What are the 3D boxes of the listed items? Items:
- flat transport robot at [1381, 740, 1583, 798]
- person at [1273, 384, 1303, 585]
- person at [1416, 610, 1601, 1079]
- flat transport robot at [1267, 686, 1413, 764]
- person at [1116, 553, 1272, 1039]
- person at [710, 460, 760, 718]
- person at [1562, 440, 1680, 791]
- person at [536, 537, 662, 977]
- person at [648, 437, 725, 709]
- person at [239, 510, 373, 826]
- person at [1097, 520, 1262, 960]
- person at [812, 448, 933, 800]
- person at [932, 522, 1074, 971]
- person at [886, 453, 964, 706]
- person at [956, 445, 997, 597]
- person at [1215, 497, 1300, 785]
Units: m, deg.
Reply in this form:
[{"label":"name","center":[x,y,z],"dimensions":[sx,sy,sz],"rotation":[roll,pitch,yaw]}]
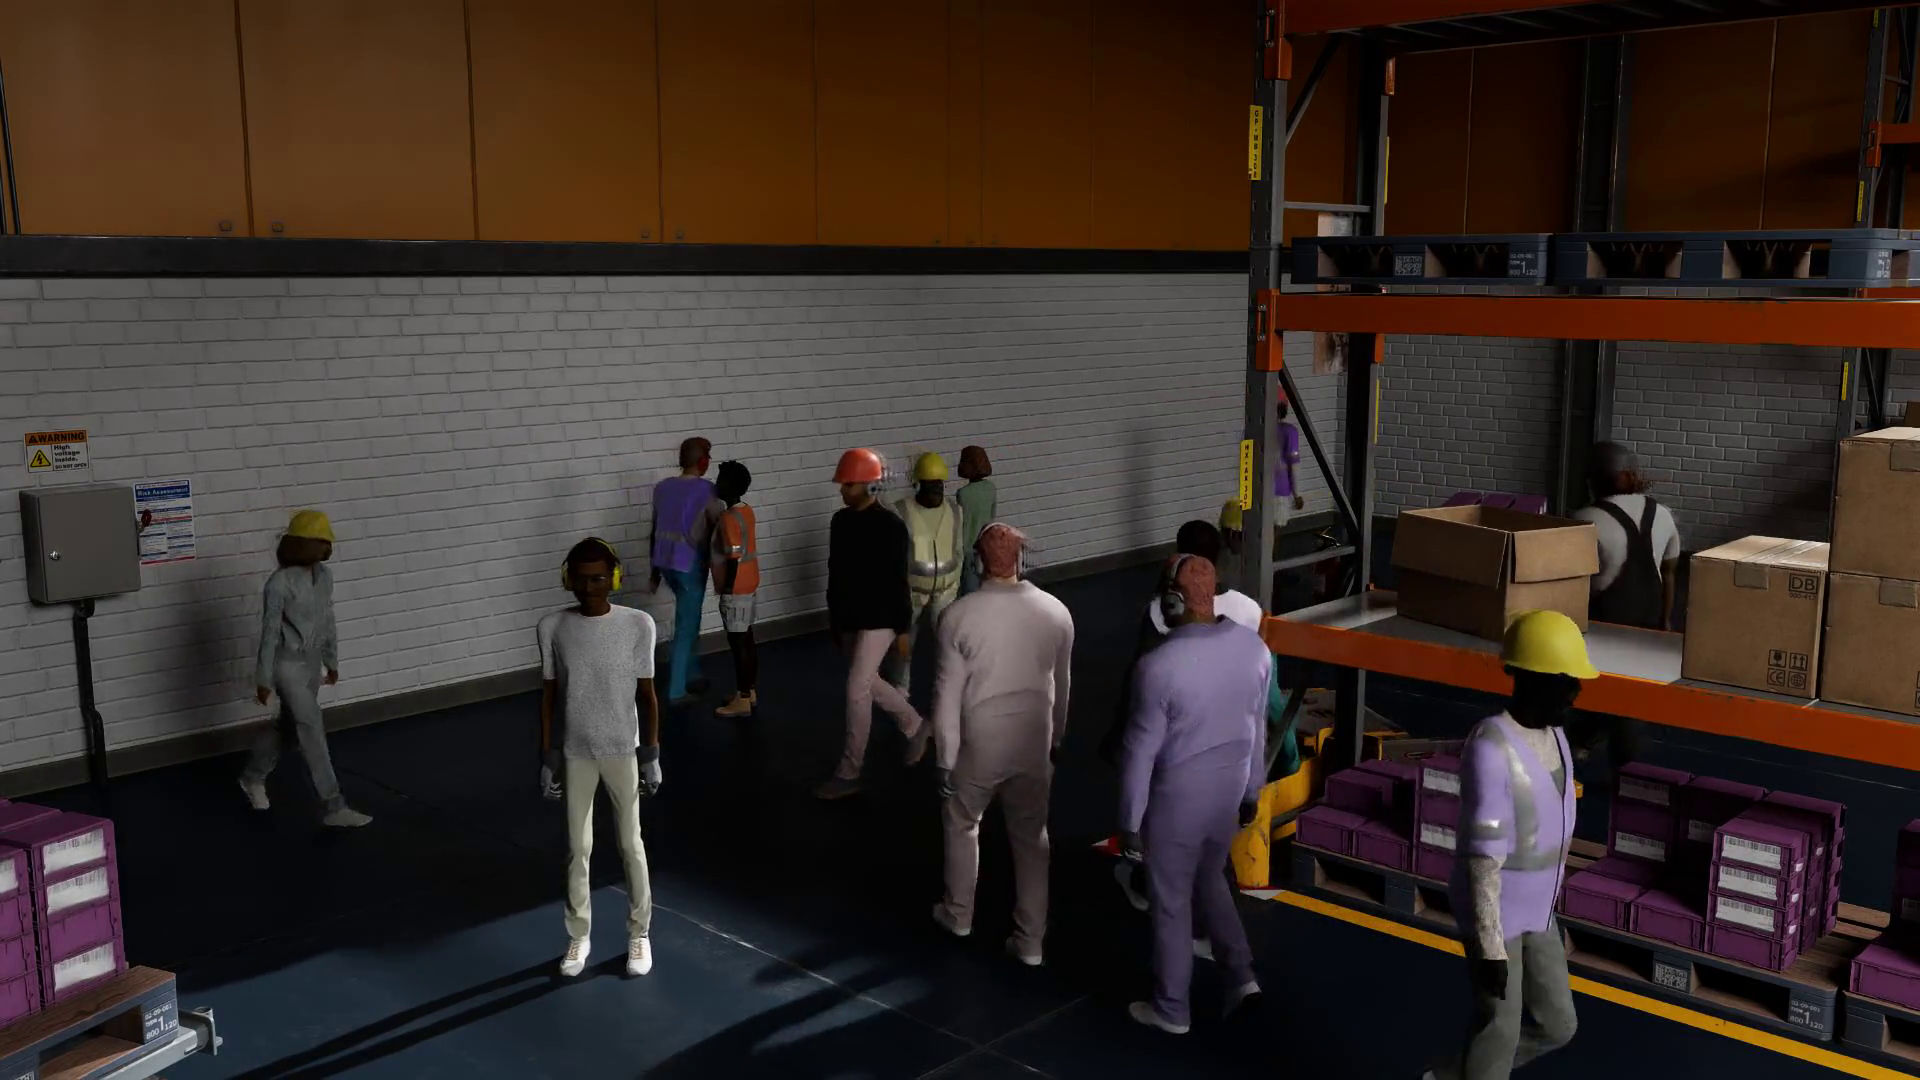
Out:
[{"label":"flat transport robot","center":[2.676,1.300,9.350],"dimensions":[1.431,0.197,0.652],"rotation":[-2,9,-10]},{"label":"person","center":[2.826,-0.476,15.270],"dimensions":[0.885,1.908,0.547],"rotation":[-7,11,-35]},{"label":"person","center":[1.723,1.152,5.226],"dimensions":[0.462,1.915,0.587],"rotation":[8,12,41]},{"label":"flat transport robot","center":[2.221,1.145,10.306],"dimensions":[0.652,0.197,1.431],"rotation":[-2,9,-10]},{"label":"person","center":[0.870,0.984,6.308],"dimensions":[0.674,1.894,0.444],"rotation":[-6,11,-35]},{"label":"person","center":[-1.491,0.318,11.005],"dimensions":[0.316,1.700,0.541],"rotation":[1,9,4]},{"label":"person","center":[3.685,0.383,9.563],"dimensions":[0.695,2.000,1.018],"rotation":[-3,10,-20]},{"label":"person","center":[-1.507,0.902,6.944],"dimensions":[0.514,1.861,0.316],"rotation":[0,9,-2]},{"label":"person","center":[-1.806,0.209,11.351],"dimensions":[0.569,1.805,0.771],"rotation":[7,11,35]},{"label":"person","center":[-3.584,0.671,8.871],"dimensions":[0.874,1.695,0.520],"rotation":[2,10,14]},{"label":"person","center":[0.972,0.843,7.301],"dimensions":[0.612,1.852,1.012],"rotation":[-7,12,-37]},{"label":"person","center":[-0.479,0.437,9.496],"dimensions":[0.926,1.966,0.631],"rotation":[-8,12,-41]},{"label":"person","center":[0.132,0.853,7.166],"dimensions":[0.676,1.879,0.779],"rotation":[-4,10,-23]},{"label":"person","center":[-0.211,0.331,10.677],"dimensions":[0.606,1.775,0.961],"rotation":[-4,10,-22]},{"label":"person","center":[0.103,0.103,12.512],"dimensions":[0.274,1.636,0.507],"rotation":[5,11,30]},{"label":"person","center":[1.545,0.598,9.282],"dimensions":[0.912,1.701,0.530],"rotation":[-4,10,-22]}]
